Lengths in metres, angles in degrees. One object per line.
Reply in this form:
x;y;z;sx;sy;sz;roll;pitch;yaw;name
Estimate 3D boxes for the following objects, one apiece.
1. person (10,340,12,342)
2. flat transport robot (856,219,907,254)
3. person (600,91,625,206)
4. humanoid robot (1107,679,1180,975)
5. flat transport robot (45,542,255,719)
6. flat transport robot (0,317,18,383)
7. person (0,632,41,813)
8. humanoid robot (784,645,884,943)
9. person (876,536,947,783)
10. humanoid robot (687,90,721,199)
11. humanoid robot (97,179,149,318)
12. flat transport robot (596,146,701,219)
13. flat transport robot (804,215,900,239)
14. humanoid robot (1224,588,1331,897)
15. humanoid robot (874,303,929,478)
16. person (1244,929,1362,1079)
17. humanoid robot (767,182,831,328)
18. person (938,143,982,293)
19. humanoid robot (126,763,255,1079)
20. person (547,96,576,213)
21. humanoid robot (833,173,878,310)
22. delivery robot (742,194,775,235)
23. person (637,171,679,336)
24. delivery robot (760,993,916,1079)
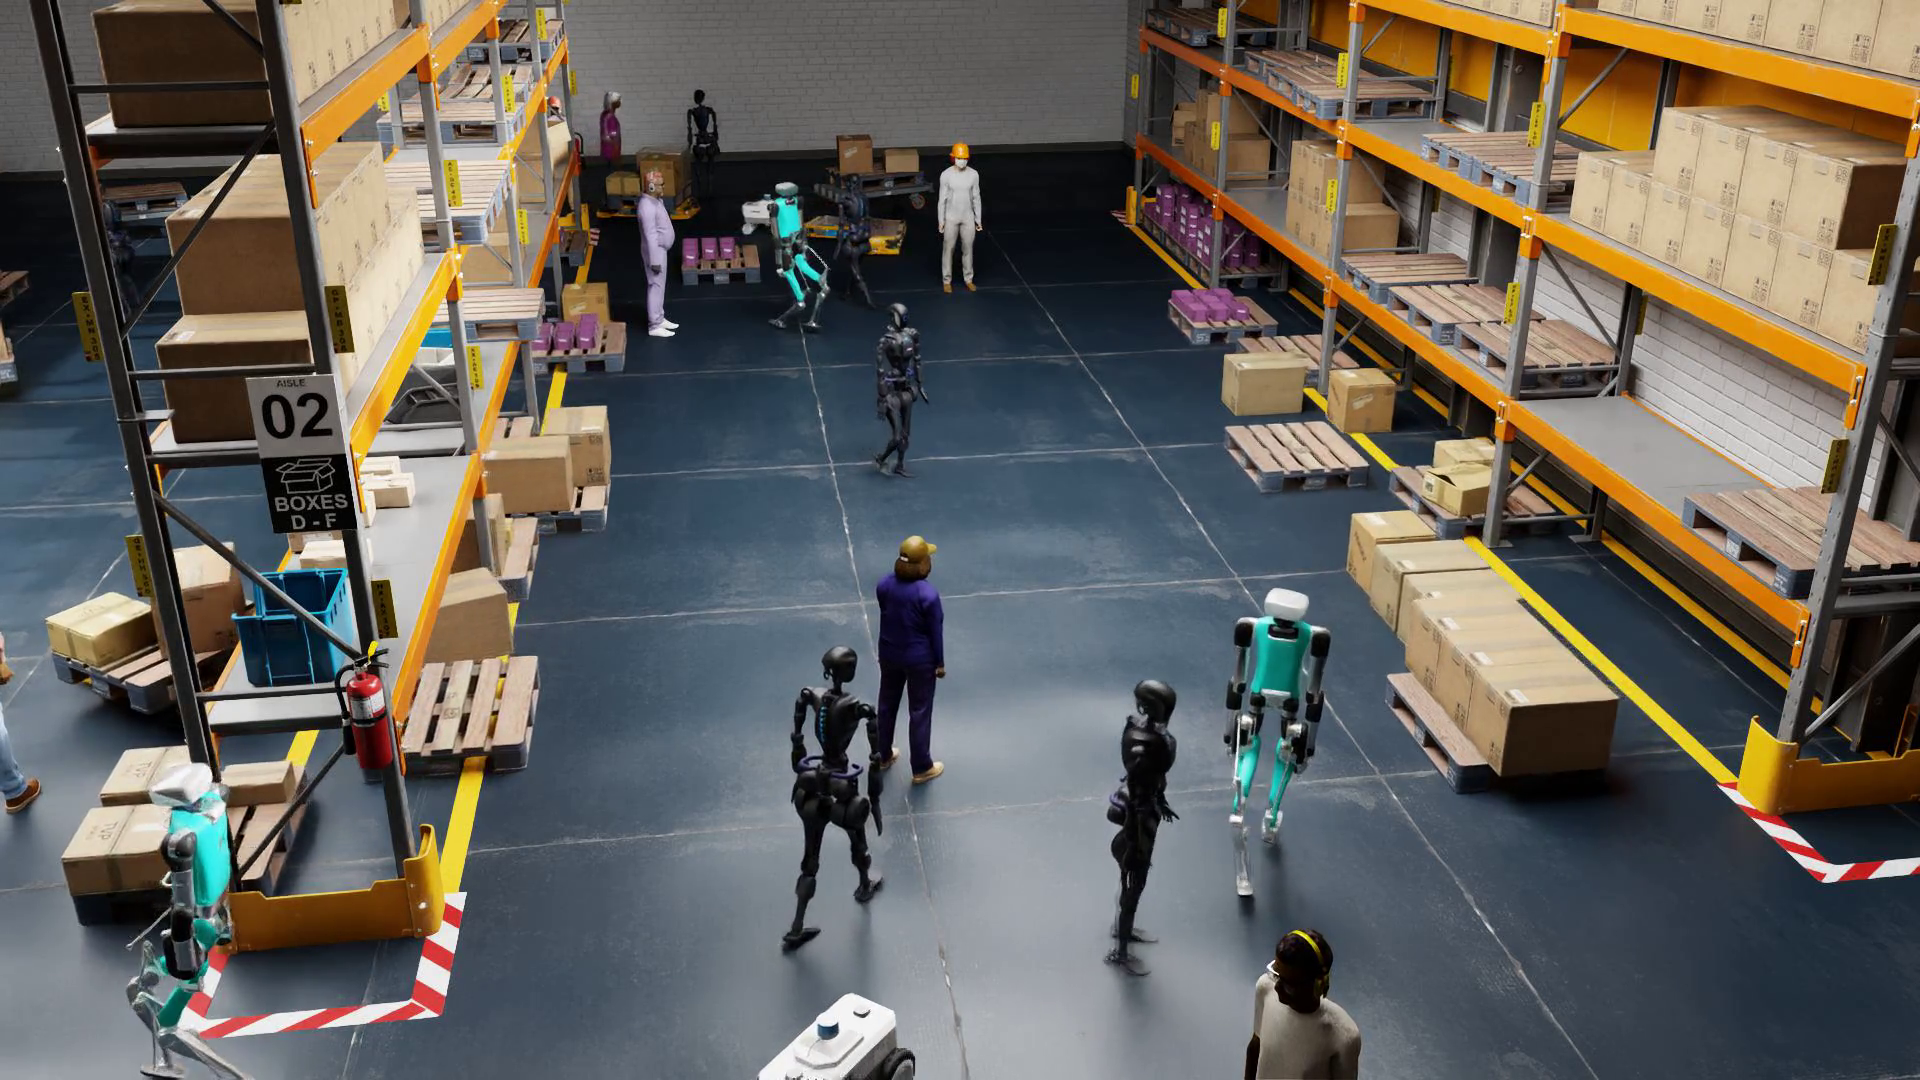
-11.087;-3.023;18.715;0.336;1.752;0.563;7;25;16;person
-1.129;-4.276;23.419;0.659;0.231;1.431;1;24;2;flat transport robot
-5.193;-5.820;24.993;0.400;1.829;0.542;-12;26;-25;person
0.931;1.452;8.624;0.335;1.665;0.612;9;25;20;humanoid robot
-5.441;0.919;11.585;1.431;0.231;0.659;13;27;28;flat transport robot
-10.475;-1.593;17.307;0.659;0.231;1.431;-13;27;-27;flat transport robot
-5.971;0.734;9.869;0.609;1.988;0.388;-4;24;-9;person
-0.690;1.348;8.936;0.598;1.620;0.787;12;26;24;humanoid robot
-0.293;0.721;10.366;0.464;1.613;0.382;14;28;30;person
-3.990;-6.190;26.032;0.486;1.636;0.611;22;32;40;humanoid robot
-10.078;-3.488;19.876;0.393;1.632;0.595;3;24;7;humanoid robot
-4.694;-5.004;25.079;1.431;0.231;0.659;2;24;5;flat transport robot
-1.615;-4.446;23.808;1.431;0.231;0.659;6;25;14;flat transport robot
1.709;1.186;9.189;0.538;1.722;1.075;5;24;12;humanoid robot
-0.560;-1.349;15.004;0.376;1.647;0.587;19;30;37;humanoid robot
1.282;2.293;6.466;0.309;1.868;0.531;-19;30;-37;person
-1.844;-3.209;19.168;0.963;1.759;0.552;18;29;34;humanoid robot
-0.001;-4.045;20.889;0.560;1.888;0.399;-6;24;-13;person
-3.712;1.846;7.664;0.880;1.786;0.531;-1;24;-2;humanoid robot
-6.028;-5.784;25.010;0.572;1.746;0.345;-5;24;-11;person
-1.280;-3.646;20.306;0.778;1.636;0.614;18;29;35;humanoid robot
-2.739;-4.667;23.975;0.792;0.611;0.499;5;24;11;delivery robot
-3.482;-3.303;19.186;0.406;1.900;0.634;-2;24;-5;person
-0.587;2.458;7.746;0.499;0.614;0.797;15;28;30;delivery robot
